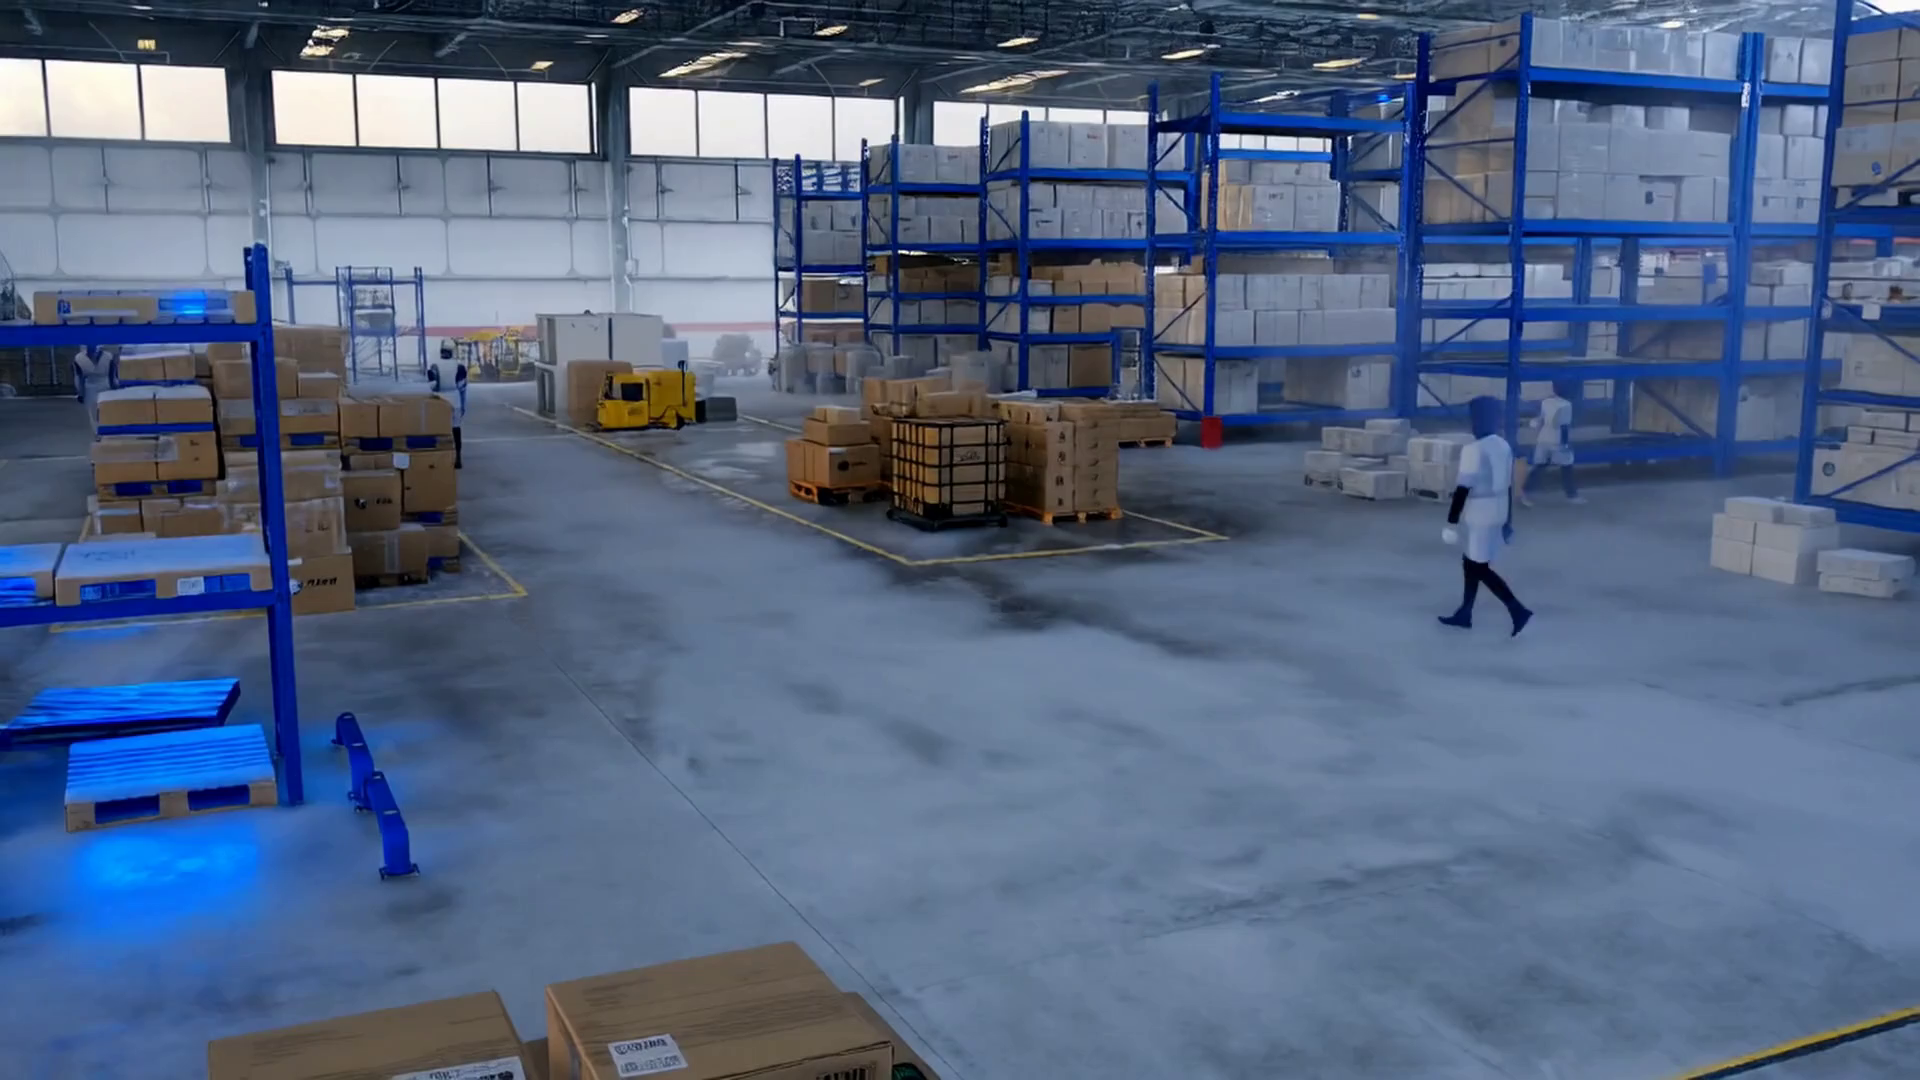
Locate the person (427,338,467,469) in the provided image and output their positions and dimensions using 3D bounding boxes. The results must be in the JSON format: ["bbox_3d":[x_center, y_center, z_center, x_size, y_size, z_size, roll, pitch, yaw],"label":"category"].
[{"bbox_3d":[-7.517,-1.990,24.394,0.544,1.932,0.375,-4,10,-23],"label":"person"}]

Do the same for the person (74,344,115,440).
[{"bbox_3d":[-14.318,-2.468,27.543,0.609,1.860,1.017,-5,10,-28],"label":"person"}]

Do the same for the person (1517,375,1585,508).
[{"bbox_3d":[7.253,-1.204,20.375,0.873,1.652,0.531,-3,10,-20],"label":"person"}]

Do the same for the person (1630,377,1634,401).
[{"bbox_3d":[11.943,-2.763,29.373,0.802,1.889,0.658,0,9,1],"label":"person"}]

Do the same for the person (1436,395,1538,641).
[{"bbox_3d":[4.202,-0.173,13.115,0.608,1.933,0.874,-9,13,-44],"label":"person"}]

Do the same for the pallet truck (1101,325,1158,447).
[{"bbox_3d":[2.881,-2.596,27.923,0.823,1.965,1.885,-1,9,-7],"label":"pallet truck"}]
